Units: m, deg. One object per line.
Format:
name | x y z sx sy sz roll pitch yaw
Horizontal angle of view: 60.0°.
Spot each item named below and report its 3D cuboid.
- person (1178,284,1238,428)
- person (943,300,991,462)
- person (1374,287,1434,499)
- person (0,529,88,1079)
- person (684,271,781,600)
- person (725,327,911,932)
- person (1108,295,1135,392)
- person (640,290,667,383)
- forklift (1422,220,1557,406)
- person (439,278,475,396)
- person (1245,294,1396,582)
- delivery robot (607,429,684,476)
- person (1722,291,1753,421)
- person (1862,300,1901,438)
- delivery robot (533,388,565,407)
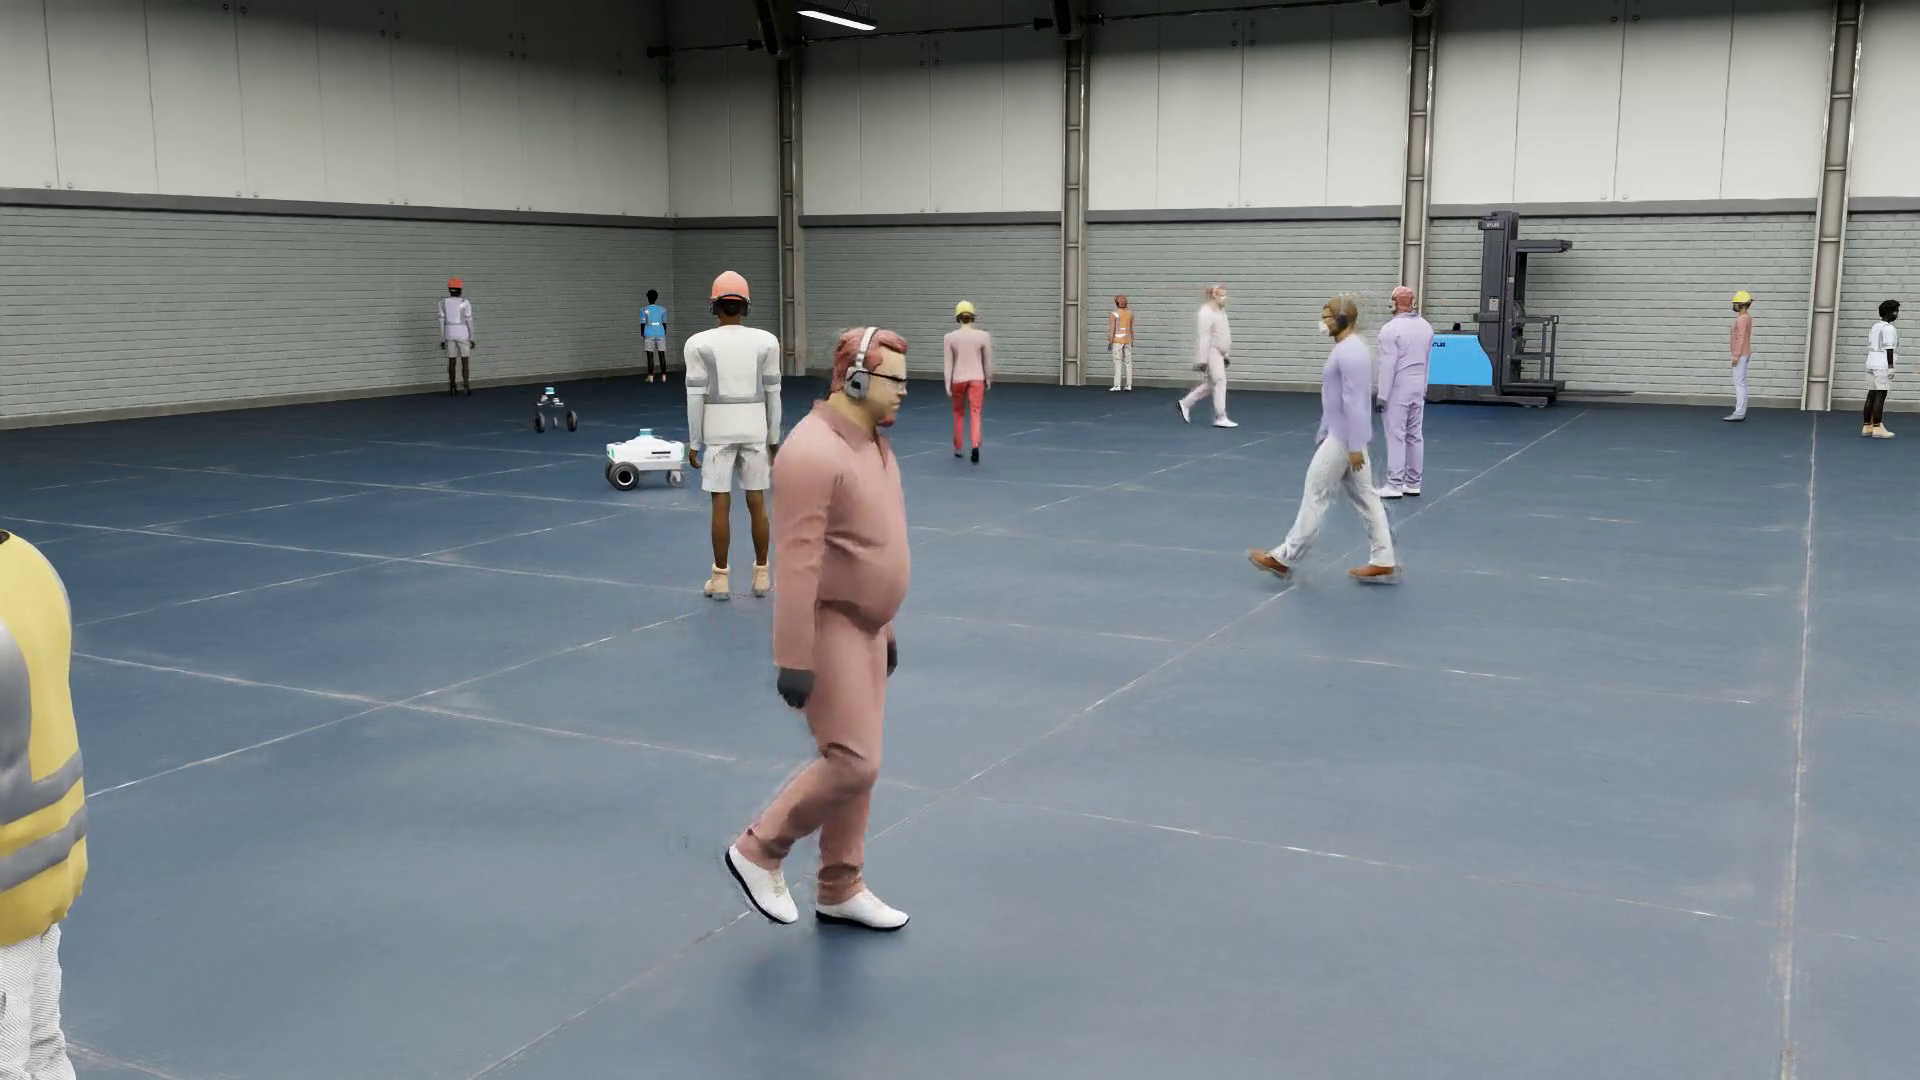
person | 3.289 -2.438 21.960 0.812 1.876 0.643 4 10 24
person | 0.083 -1.734 18.071 0.525 1.733 0.851 0 9 -1
person | 3.976 -1.332 15.058 0.643 1.905 0.399 -7 12 -37
person | -1.779 0.663 2.936 0.429 1.847 0.626 -2 10 -15
person | -1.425 -0.656 10.456 0.608 2.044 0.370 -3 10 -20
person | -0.393 0.290 5.118 0.491 1.886 0.684 3 10 19
person | 2.748 -3.346 28.290 0.522 1.638 0.310 -6 11 -31
person | -5.620 -3.737 30.521 0.534 1.697 0.322 -5 11 -30
forklift | 8.245 -3.527 25.720 1.873 2.768 1.129 5 10 27
person | -8.267 -3.338 27.406 0.616 1.923 0.573 1 9 7
person | 2.428 -0.658 10.946 1.018 1.882 0.658 2 9 13
delivery robot | -2.995 -0.816 15.861 0.707 0.478 0.477 -3 10 -18
person | 10.653 -2.513 22.764 0.315 1.767 0.535 6 11 33
person | 11.389 -2.116 20.541 0.320 1.692 0.531 1 9 6
delivery robot | -5.286 -1.848 21.431 0.335 0.223 0.698 -5 11 -30
